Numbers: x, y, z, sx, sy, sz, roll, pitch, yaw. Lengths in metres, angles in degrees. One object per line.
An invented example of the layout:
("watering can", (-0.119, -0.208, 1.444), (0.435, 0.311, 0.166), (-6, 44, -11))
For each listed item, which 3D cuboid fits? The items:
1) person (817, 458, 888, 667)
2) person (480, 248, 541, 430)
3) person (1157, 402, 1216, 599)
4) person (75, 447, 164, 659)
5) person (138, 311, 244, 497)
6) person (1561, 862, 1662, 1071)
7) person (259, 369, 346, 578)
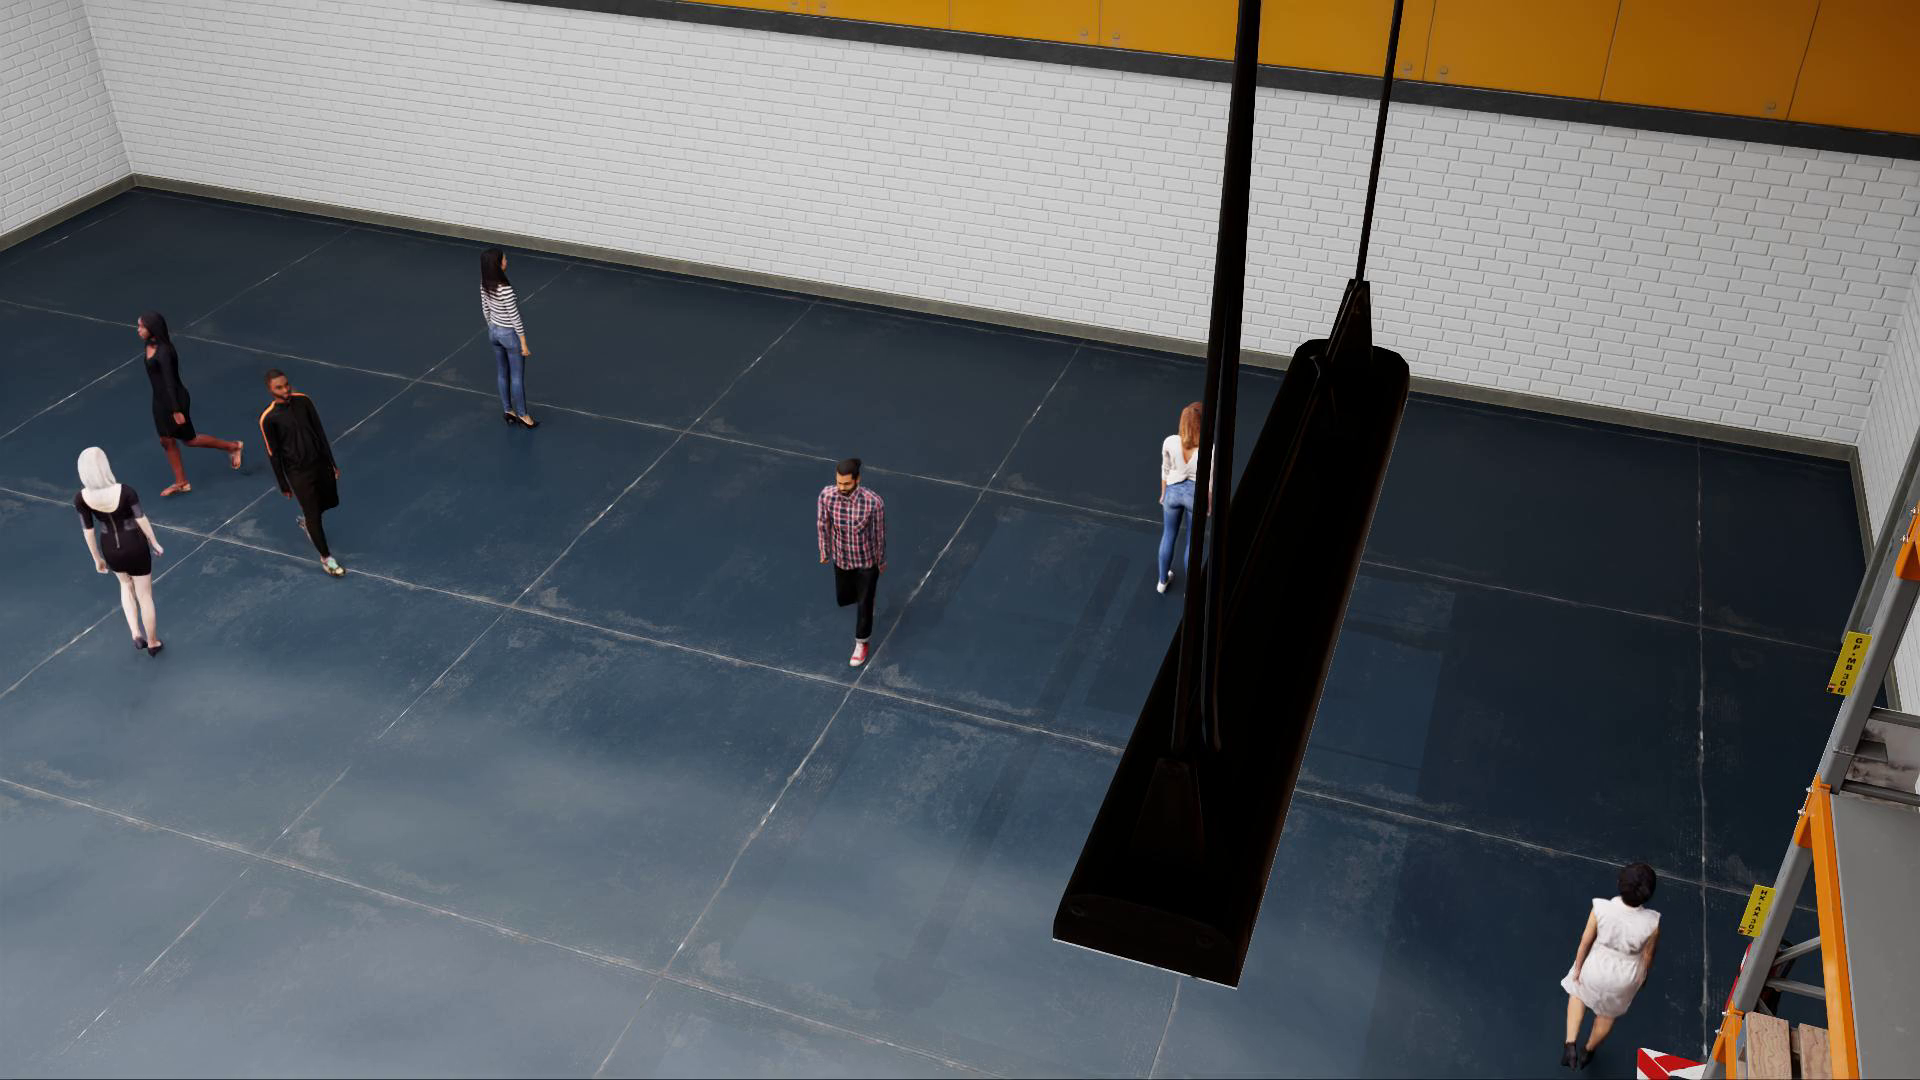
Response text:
("person", (-0.740, 0.080, 12.495), (0.737, 1.727, 0.942), (8, 34, 12))
("person", (-4.182, -1.848, 15.333), (0.626, 1.797, 0.569), (22, 40, 30))
("person", (1.773, -0.315, 13.096), (0.587, 1.721, 0.499), (12, 35, 17))
("person", (-6.186, 0.153, 12.304), (0.730, 1.818, 0.784), (-6, 34, -9))
("person", (-6.752, -1.195, 14.438), (1.102, 1.701, 0.909), (-26, 42, -34))
("person", (3.570, 2.415, 9.149), (0.607, 1.544, 0.706), (15, 36, 21))
("person", (-5.324, -0.601, 13.462), (0.868, 1.791, 0.985), (22, 40, 30))
